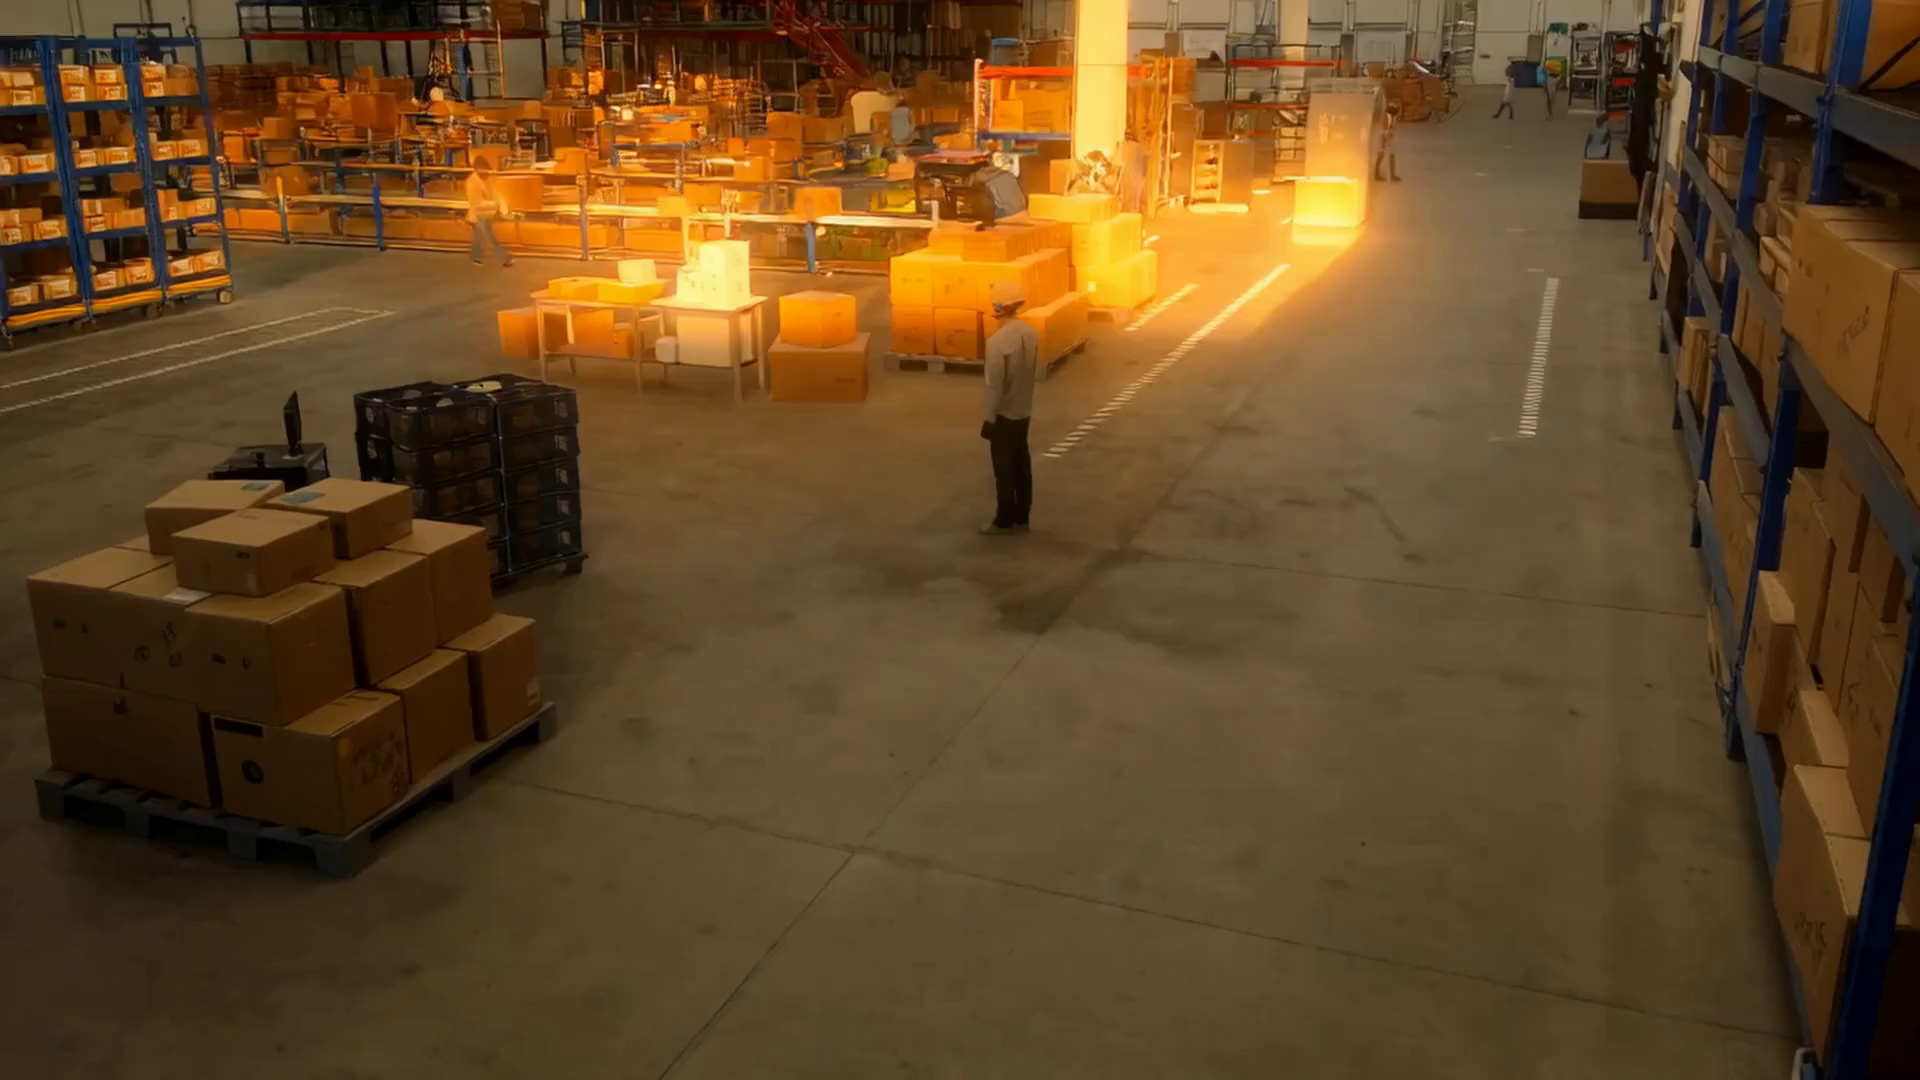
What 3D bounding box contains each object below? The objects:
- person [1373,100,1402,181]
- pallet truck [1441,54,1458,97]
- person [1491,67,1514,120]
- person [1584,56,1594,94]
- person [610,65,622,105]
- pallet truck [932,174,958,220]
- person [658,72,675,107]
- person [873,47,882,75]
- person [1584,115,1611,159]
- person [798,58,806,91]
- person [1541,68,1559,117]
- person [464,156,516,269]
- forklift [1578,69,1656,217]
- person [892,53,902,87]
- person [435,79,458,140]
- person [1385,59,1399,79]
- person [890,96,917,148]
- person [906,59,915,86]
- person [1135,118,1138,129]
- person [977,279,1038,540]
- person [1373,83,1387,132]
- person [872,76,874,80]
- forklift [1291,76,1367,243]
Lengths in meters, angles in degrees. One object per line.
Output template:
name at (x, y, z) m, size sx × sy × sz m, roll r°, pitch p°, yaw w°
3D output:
person at (10.232, -9.473, 39.510) m, size 0.587 × 1.887 × 0.896 m, roll -10°, pitch 20°, yaw -30°
pallet truck at (22.765, -21.886, 78.355) m, size 0.823 × 1.965 × 1.885 m, roll -4°, pitch 18°, yaw -14°
person at (20.390, -16.718, 62.250) m, size 0.975 × 1.915 × 0.614 m, roll 8°, pitch 19°, yaw 24°
person at (30.268, -22.343, 80.056) m, size 0.430 × 1.839 × 0.619 m, roll 7°, pitch 19°, yaw 22°
person at (-12.989, -16.980, 62.974) m, size 0.487 × 1.974 × 0.621 m, roll 13°, pitch 22°, yaw 35°
pallet truck at (-0.507, -5.292, 27.348) m, size 0.653 × 1.274 × 1.630 m, roll 6°, pitch 19°, yaw 19°
person at (-10.449, -15.734, 59.317) m, size 0.595 × 1.824 × 0.404 m, roll -8°, pitch 19°, yaw -23°
person at (-4.955, -28.869, 100.605) m, size 0.831 × 1.818 × 0.634 m, roll 4°, pitch 18°, yaw 11°
person at (14.286, -8.661, 37.313) m, size 0.545 × 1.687 × 0.361 m, roll 5°, pitch 18°, yaw 15°
person at (-6.966, -20.333, 73.596) m, size 0.392 × 1.928 × 0.550 m, roll -9°, pitch 20°, yaw -26°
person at (22.775, -17.257, 64.136) m, size 0.606 × 1.814 × 0.938 m, roll -1°, pitch 18°, yaw -3°
person at (-7.460, -5.144, 26.138) m, size 0.979 × 1.763 × 0.597 m, roll 5°, pitch 18°, yaw 16°
forklift at (13.219, -7.740, 32.475) m, size 1.873 × 2.768 × 1.129 m, roll 6°, pitch 19°, yaw 18°
person at (-3.312, -24.624, 87.274) m, size 0.520 × 1.820 × 0.855 m, roll 1°, pitch 18°, yaw 4°
person at (-15.934, -13.270, 51.447) m, size 0.794 × 1.904 × 0.554 m, roll 11°, pitch 21°, yaw 30°
person at (17.856, -18.850, 68.747) m, size 0.535 × 2.000 × 0.687 m, roll 9°, pitch 20°, yaw 26°
person at (-1.405, -10.177, 41.755) m, size 0.640 × 1.889 × 0.513 m, roll 9°, pitch 20°, yaw 27°
person at (-2.341, -20.790, 75.152) m, size 0.708 × 1.850 × 0.659 m, roll 4°, pitch 18°, yaw 13°
person at (3.932, -9.498, 39.358) m, size 0.614 × 2.041 × 0.393 m, roll 17°, pitch 24°, yaw 42°
person at (0.364, -0.999, 12.730) m, size 0.380 × 1.994 × 0.618 m, roll 11°, pitch 21°, yaw 31°
person at (14.099, -14.559, 55.948) m, size 0.644 × 1.622 × 0.521 m, roll -2°, pitch 18°, yaw -6°
person at (-2.904, -15.626, 59.127) m, size 0.591 × 1.726 × 0.487 m, roll -2°, pitch 18°, yaw -7°
forklift at (6.598, -6.755, 29.381) m, size 1.129 × 2.768 × 1.873 m, roll 6°, pitch 19°, yaw 19°
